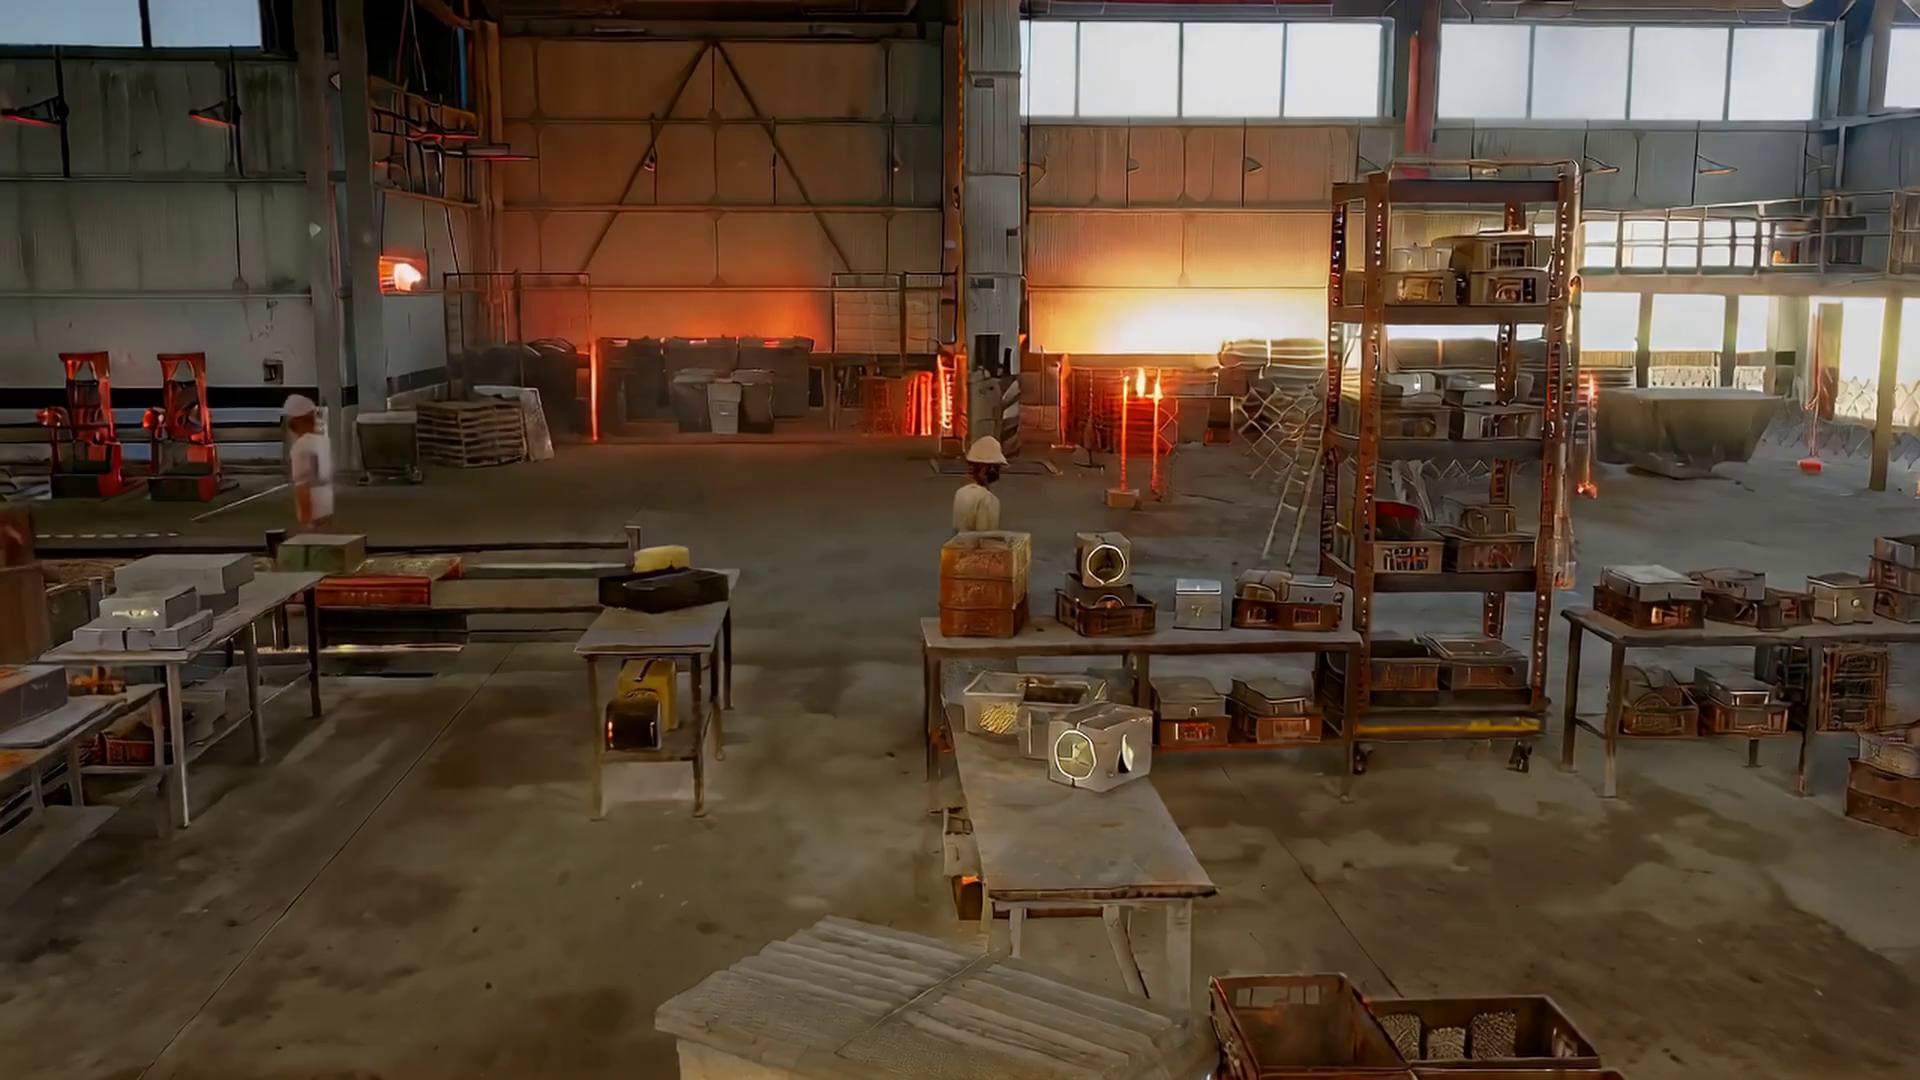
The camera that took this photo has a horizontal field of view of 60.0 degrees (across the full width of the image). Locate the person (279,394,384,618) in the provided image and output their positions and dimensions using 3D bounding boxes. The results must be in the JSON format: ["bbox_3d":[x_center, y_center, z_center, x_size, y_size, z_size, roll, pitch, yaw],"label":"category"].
[{"bbox_3d":[-5.628,-0.289,14.651,0.937,2.017,0.625,1,9,5],"label":"person"}]

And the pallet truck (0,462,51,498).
[{"bbox_3d":[-13.193,-1.293,23.148,0.653,1.274,1.630,-1,9,-4],"label":"pallet truck"}]

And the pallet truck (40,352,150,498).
[{"bbox_3d":[-11.907,-1.642,23.165,0.823,1.965,1.885,0,9,0],"label":"pallet truck"}]

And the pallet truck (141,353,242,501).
[{"bbox_3d":[-10.520,-1.604,22.925,0.823,1.965,1.885,-1,9,-6],"label":"pallet truck"}]

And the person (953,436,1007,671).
[{"bbox_3d":[0.157,0.254,11.441,0.352,1.940,0.545,-4,10,-25],"label":"person"}]
